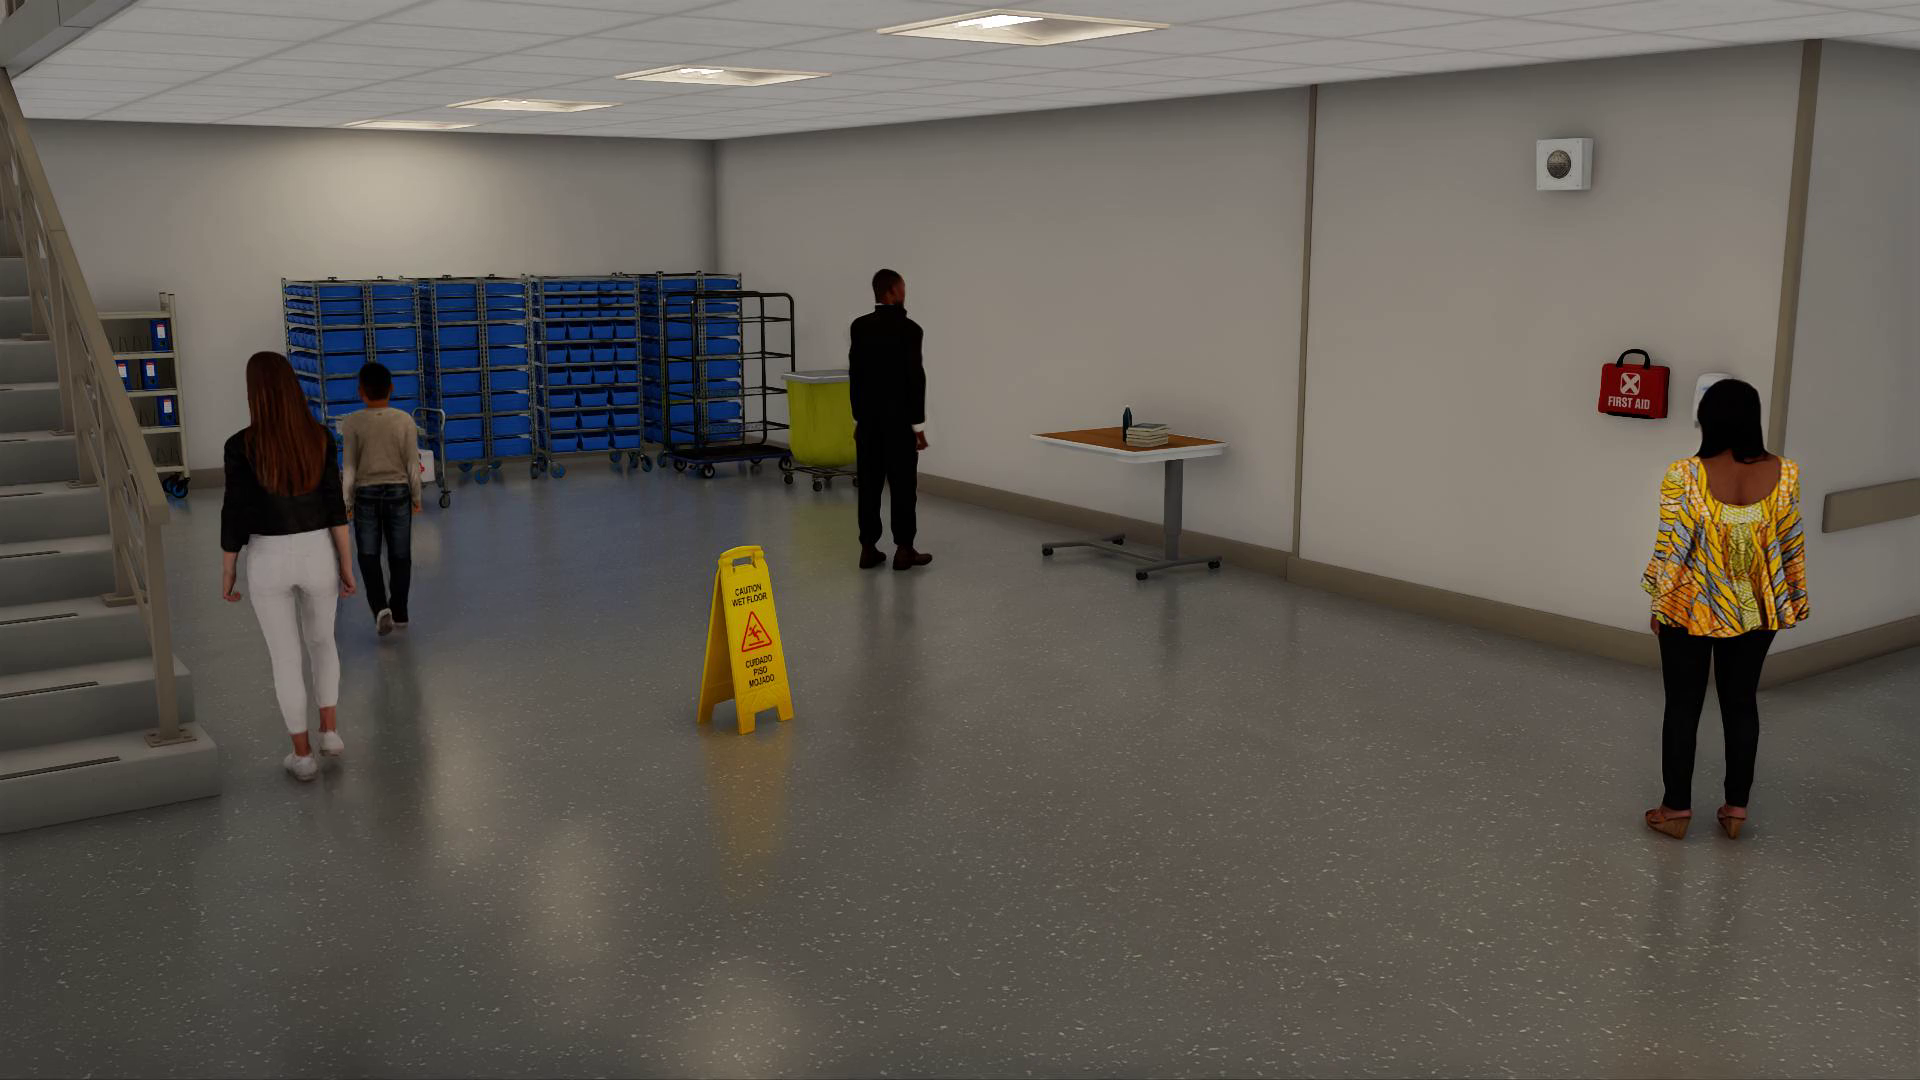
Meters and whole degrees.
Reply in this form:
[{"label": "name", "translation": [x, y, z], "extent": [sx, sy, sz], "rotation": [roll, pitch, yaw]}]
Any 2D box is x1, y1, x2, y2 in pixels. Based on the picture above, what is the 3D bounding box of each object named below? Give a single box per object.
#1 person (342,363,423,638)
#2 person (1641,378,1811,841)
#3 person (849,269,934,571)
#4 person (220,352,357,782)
[{"label": "person", "translation": [-3.069, -0.201, 8.836], "extent": [0.643, 1.453, 0.880], "rotation": [-5, 12, -25]}, {"label": "person", "translation": [2.690, 0.251, 5.907], "extent": [0.879, 1.656, 0.932], "rotation": [0, 11, 0]}, {"label": "person", "translation": [-0.462, -0.771, 10.629], "extent": [0.721, 1.904, 0.846], "rotation": [5, 12, 27]}, {"label": "person", "translation": [-2.593, 0.119, 6.500], "extent": [0.621, 1.695, 0.539], "rotation": [-7, 13, -33]}]
